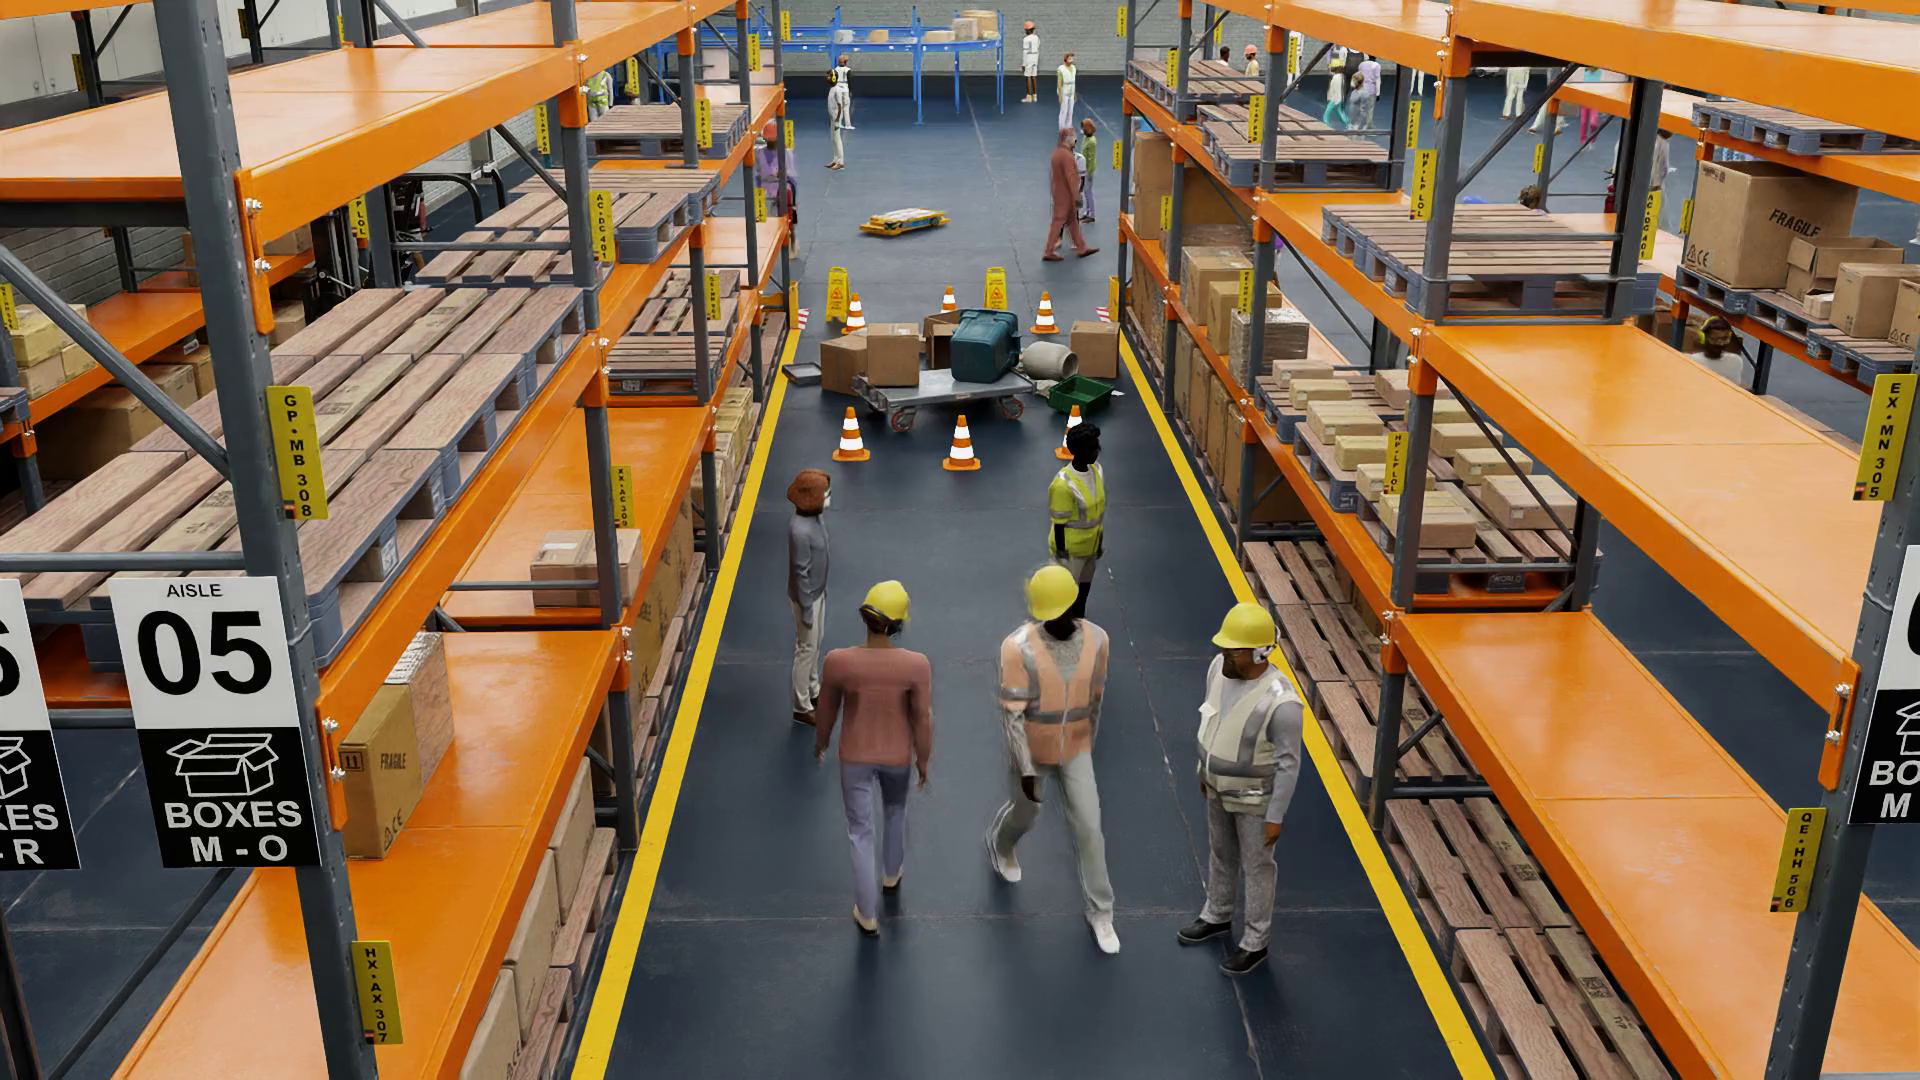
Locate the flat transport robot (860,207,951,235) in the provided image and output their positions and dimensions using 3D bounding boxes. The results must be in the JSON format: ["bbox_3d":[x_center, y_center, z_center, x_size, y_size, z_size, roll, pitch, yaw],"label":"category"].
[{"bbox_3d":[-0.849,-5.006,26.046,0.652,0.197,1.431,16,26,37],"label":"flat transport robot"}]

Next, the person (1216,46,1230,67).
[{"bbox_3d":[5.752,-9.933,36.801,0.409,1.908,0.597,-6,22,-16],"label":"person"}]

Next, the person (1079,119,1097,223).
[{"bbox_3d":[2.036,-5.868,26.446,0.280,1.628,0.503,-3,21,-8],"label":"person"}]

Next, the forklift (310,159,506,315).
[{"bbox_3d":[-5.622,-2.910,17.832,2.313,2.155,1.214,-1,21,-1],"label":"forklift"}]

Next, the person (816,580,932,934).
[{"bbox_3d":[-0.425,1.012,8.093,0.555,1.725,0.721,-2,21,-5],"label":"person"}]

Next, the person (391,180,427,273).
[{"bbox_3d":[-6.941,-3.918,20.706,0.608,2.044,0.371,-18,27,-39],"label":"person"}]

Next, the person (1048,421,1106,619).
[{"bbox_3d":[0.753,0.046,10.716,0.320,1.693,0.534,14,25,33],"label":"person"}]

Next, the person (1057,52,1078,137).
[{"bbox_3d":[2.323,-9.721,36.344,0.407,1.830,0.576,16,26,36],"label":"person"}]

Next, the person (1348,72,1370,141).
[{"bbox_3d":[7.356,-7.680,30.816,0.376,1.929,0.635,-3,21,-8],"label":"person"}]

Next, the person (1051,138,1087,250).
[{"bbox_3d":[1.571,-5.092,24.287,0.539,1.700,0.317,9,23,23],"label":"person"}]

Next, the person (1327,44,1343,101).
[{"bbox_3d":[9.861,-12.466,43.301,0.614,2.040,0.390,0,21,-1],"label":"person"}]

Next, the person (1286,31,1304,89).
[{"bbox_3d":[9.274,-13.508,46.278,0.573,1.883,0.355,-9,23,-23],"label":"person"}]

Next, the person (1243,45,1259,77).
[{"bbox_3d":[6.423,-9.984,36.890,0.364,1.936,0.542,2,21,5],"label":"person"}]

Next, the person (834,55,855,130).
[{"bbox_3d":[-2.654,-10.176,37.806,0.515,1.641,0.314,17,27,38],"label":"person"}]

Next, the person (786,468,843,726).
[{"bbox_3d":[-0.896,0.339,10.040,0.288,1.626,0.508,2,21,6],"label":"person"}]

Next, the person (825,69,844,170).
[{"bbox_3d":[-2.419,-8.062,31.900,0.319,1.871,0.532,-7,22,-18],"label":"person"}]

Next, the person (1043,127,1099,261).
[{"bbox_3d":[1.577,-4.882,23.499,0.849,1.866,0.661,-2,21,-5],"label":"person"}]

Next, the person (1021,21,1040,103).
[{"bbox_3d":[1.793,-12.375,43.079,0.402,2.036,0.605,16,26,36],"label":"person"}]

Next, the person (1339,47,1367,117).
[{"bbox_3d":[9.423,-11.162,39.858,0.682,2.000,0.537,-1,21,-3],"label":"person"}]

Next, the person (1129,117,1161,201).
[{"bbox_3d":[3.115,-6.701,28.353,0.619,1.838,0.430,-6,22,-15],"label":"person"}]

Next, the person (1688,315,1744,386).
[{"bbox_3d":[5.772,-0.871,12.950,0.533,1.839,0.883,-1,21,-4],"label":"person"}]

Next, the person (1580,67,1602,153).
[{"bbox_3d":[12.868,-8.910,33.989,0.661,1.974,0.462,13,24,30],"label":"person"}]

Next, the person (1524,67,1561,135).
[{"bbox_3d":[12.973,-9.820,36.611,0.957,1.818,0.554,-9,22,-22],"label":"person"}]

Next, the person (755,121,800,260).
[{"bbox_3d":[-2.564,-4.843,23.220,0.623,2.005,0.999,7,22,19],"label":"person"}]

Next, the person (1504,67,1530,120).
[{"bbox_3d":[13.219,-10.803,39.470,0.500,1.636,0.283,5,21,13],"label":"person"}]

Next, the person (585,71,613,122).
[{"bbox_3d":[-7.523,-9.069,34.606,0.625,1.840,0.430,3,21,9],"label":"person"}]

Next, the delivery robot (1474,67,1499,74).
[{"bbox_3d":[15.697,-14.097,49.551,0.707,0.478,0.477,-2,21,-4],"label":"delivery robot"}]

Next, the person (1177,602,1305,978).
[{"bbox_3d":[1.289,1.135,7.642,0.404,1.834,0.591,-11,23,-27],"label":"person"}]

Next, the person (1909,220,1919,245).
[{"bbox_3d":[14.458,-5.252,24.665,0.486,1.737,0.322,-2,21,-5],"label":"person"}]

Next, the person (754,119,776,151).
[{"bbox_3d":[-3.239,-6.568,27.931,0.585,1.882,0.340,-6,21,-14],"label":"person"}]

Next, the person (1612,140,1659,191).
[{"bbox_3d":[9.747,-5.167,24.161,0.627,1.934,0.370,-1,21,-1],"label":"person"}]

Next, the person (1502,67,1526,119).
[{"bbox_3d":[13.371,-10.833,39.598,0.811,1.598,0.505,5,21,14],"label":"person"}]

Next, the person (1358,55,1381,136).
[{"bbox_3d":[9.012,-9.887,36.641,0.359,1.930,0.587,-16,26,-36],"label":"person"}]

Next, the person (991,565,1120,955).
[{"bbox_3d":[0.454,0.970,8.049,0.577,1.852,0.981,-7,22,-18],"label":"person"}]
